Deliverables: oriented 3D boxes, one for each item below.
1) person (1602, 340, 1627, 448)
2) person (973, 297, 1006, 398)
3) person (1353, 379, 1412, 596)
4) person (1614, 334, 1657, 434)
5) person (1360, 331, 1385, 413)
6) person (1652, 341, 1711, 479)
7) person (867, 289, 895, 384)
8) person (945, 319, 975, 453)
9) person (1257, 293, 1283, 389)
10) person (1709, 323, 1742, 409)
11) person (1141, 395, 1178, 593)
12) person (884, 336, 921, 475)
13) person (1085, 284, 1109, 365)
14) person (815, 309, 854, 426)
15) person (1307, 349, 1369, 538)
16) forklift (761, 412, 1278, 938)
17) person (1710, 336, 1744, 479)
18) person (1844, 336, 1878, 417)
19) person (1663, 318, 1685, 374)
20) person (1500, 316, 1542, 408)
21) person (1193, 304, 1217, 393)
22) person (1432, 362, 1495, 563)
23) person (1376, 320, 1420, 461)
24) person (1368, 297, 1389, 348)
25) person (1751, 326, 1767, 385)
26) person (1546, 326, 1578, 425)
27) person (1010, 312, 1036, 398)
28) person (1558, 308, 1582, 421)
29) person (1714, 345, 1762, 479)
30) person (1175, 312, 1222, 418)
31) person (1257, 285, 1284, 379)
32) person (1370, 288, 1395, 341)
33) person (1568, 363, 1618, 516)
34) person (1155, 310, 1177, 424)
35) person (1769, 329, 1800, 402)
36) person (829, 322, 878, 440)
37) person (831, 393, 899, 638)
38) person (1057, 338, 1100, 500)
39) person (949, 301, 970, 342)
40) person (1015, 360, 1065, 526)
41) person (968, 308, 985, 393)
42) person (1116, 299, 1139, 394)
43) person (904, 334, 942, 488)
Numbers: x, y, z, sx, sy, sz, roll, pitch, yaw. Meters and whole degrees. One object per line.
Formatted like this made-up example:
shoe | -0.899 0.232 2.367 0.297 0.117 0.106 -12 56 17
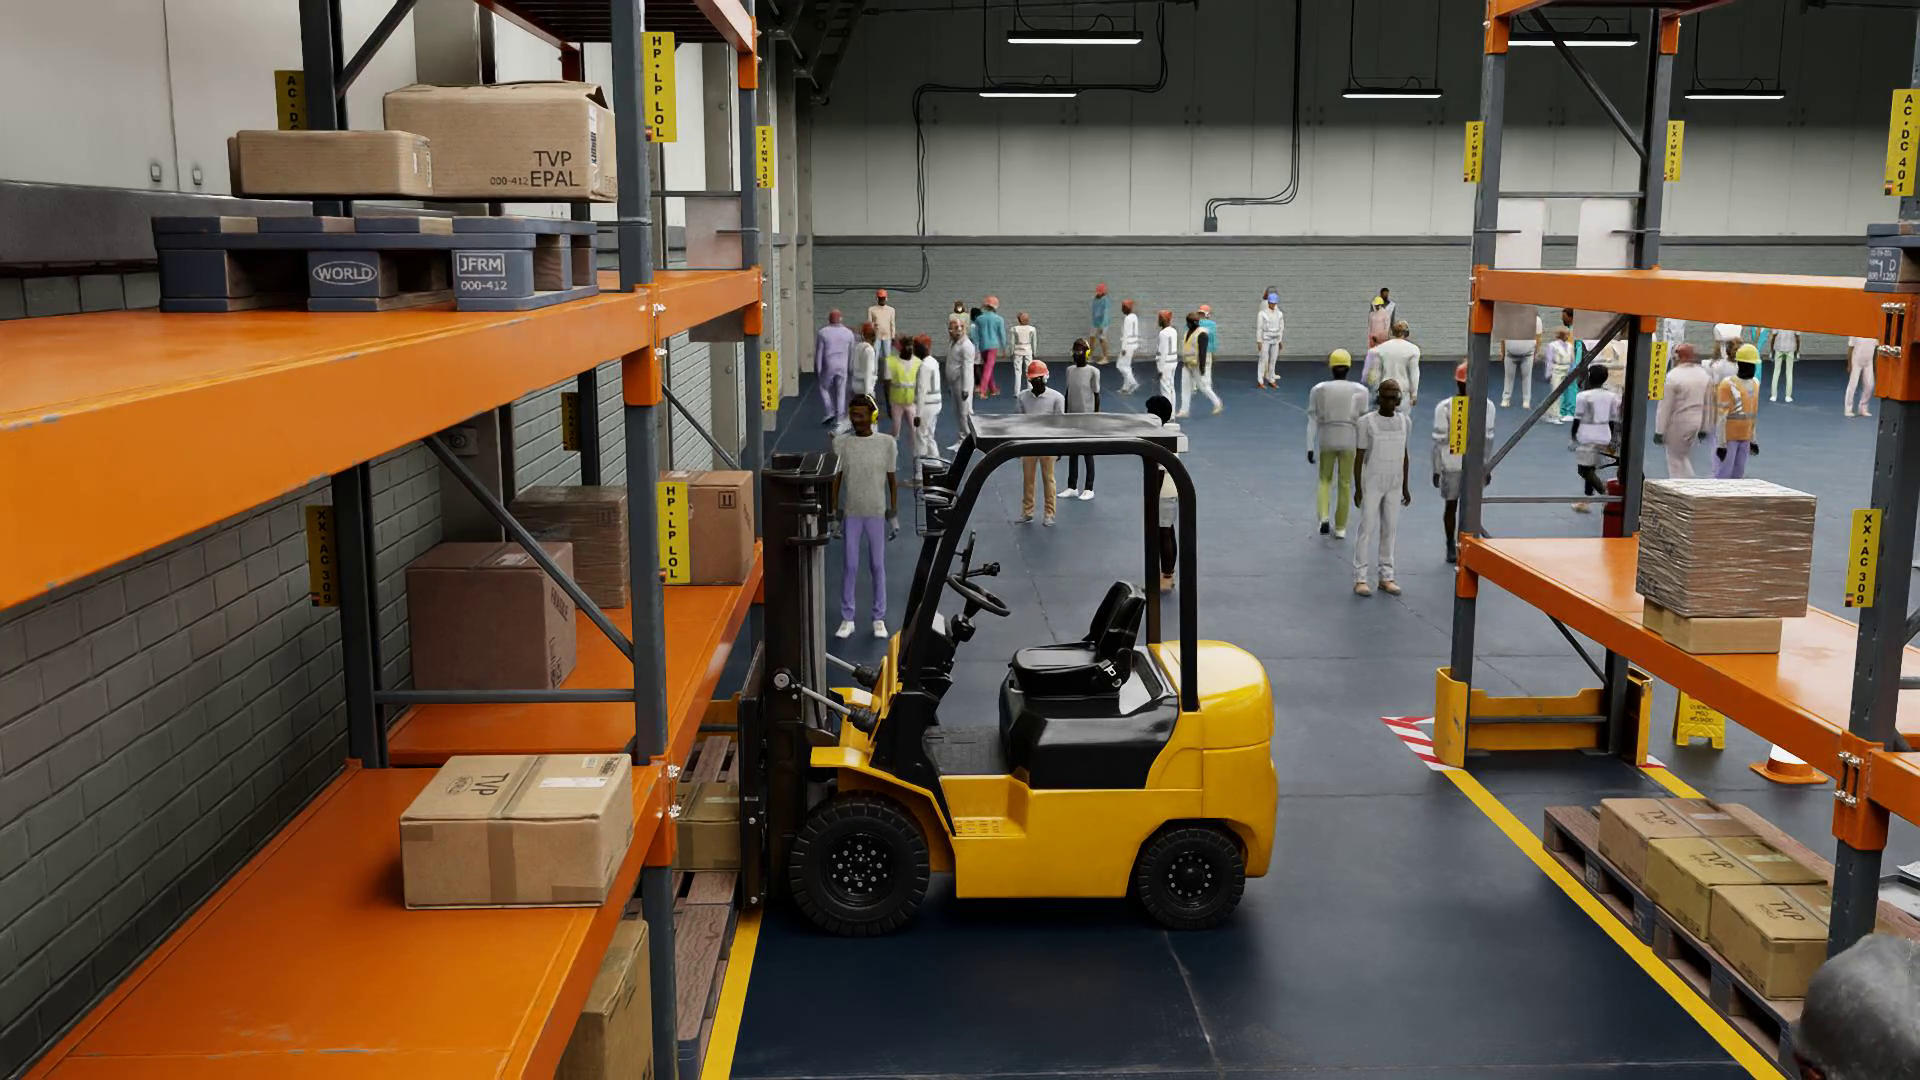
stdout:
person | 9.519 -2.290 24.159 0.388 1.924 0.549 10 14 43
person | 0.562 -3.707 32.029 0.630 1.939 1.052 6 12 29
person | 3.577 -0.445 14.089 0.508 1.842 0.332 -2 10 -13
person | 10.421 -2.593 25.728 0.613 1.957 0.362 10 14 44
person | 6.392 -2.442 25.853 0.774 1.605 0.525 9 14 43
person | 7.937 -1.238 18.367 0.644 1.895 0.435 -6 12 -29
person | -1.655 -4.269 34.962 0.612 1.997 0.376 -3 11 -17
person | -0.016 -2.190 23.678 0.398 1.898 0.643 -3 11 -19
person | 6.325 -4.055 33.918 0.606 1.944 0.403 -5 11 -25
person | 13.647 -3.237 29.659 0.563 1.838 0.390 -4 11 -20
person | 1.724 -0.392 14.212 0.322 1.692 0.531 3 11 18
person | -0.697 -1.727 21.387 0.573 1.788 0.995 -3 11 -19
person | 3.296 -5.197 40.190 0.965 1.971 0.693 -9 14 -42
person | -2.049 -2.795 27.039 0.686 1.890 0.485 -4 11 -22
person | 3.824 -0.976 16.844 0.598 1.912 0.437 3 10 14
forklift | 0.291 0.548 7.580 2.313 2.155 1.214 0 10 -2
person | 9.521 -1.606 20.581 0.536 1.830 0.408 -4 11 -21
person | 15.334 -2.976 28.290 0.541 1.818 0.465 -1 10 -3
person | 14.906 -4.099 34.723 0.492 1.742 0.324 -2 10 -13
person | 10.072 -3.389 29.938 0.688 2.000 0.536 5 11 26
person | 4.821 -3.786 32.956 0.573 1.746 0.337 4 11 21
person | 4.597 -0.665 15.160 0.569 1.890 0.982 1 10 6
person | 5.928 -2.011 22.574 0.627 1.933 0.366 9 14 41
person | 9.344 -4.553 37.216 0.334 1.760 0.527 -9 14 -42
person | 16.589 -4.123 34.617 0.358 1.835 0.516 5 11 27
person | 9.838 -2.674 27.147 0.508 1.616 0.551 -6 12 -32
person | 1.210 -3.552 31.952 0.523 1.643 0.306 -1 10 -7
person | 10.188 -2.943 27.811 0.391 1.914 0.587 -2 10 -12
person | 8.202 -1.090 17.518 0.586 1.911 0.430 -6 12 -30
person | 4.080 -2.987 28.386 0.846 1.812 0.634 -5 11 -25
person | 6.818 -4.547 36.392 0.539 2.000 0.688 -2 10 -14
person | 9.982 -5.013 39.360 0.597 1.909 0.378 0 10 -1
person | 6.949 -1.087 18.116 0.532 1.674 0.710 -4 11 -22
person | 3.365 -2.811 27.153 0.337 1.882 0.584 5 11 25
person | 15.476 -3.524 31.205 0.510 1.862 0.325 6 12 30
person | -1.441 -2.150 23.552 0.728 1.859 0.613 -5 11 -24
person | -0.718 -0.179 12.549 0.518 1.865 0.323 0 10 2
person | 1.389 -1.402 19.334 0.514 1.876 0.328 9 13 40
person | -0.016 -4.687 38.332 0.505 1.626 0.283 -3 11 -15
person | 0.820 -1.021 17.550 0.573 1.748 0.342 5 11 25
person | 0.342 -3.754 32.962 0.321 1.690 0.534 5 11 26
person | 3.260 -3.769 32.504 0.402 1.872 0.616 3 11 15
person | -0.421 -1.573 20.253 0.423 1.876 0.654 3 10 14
